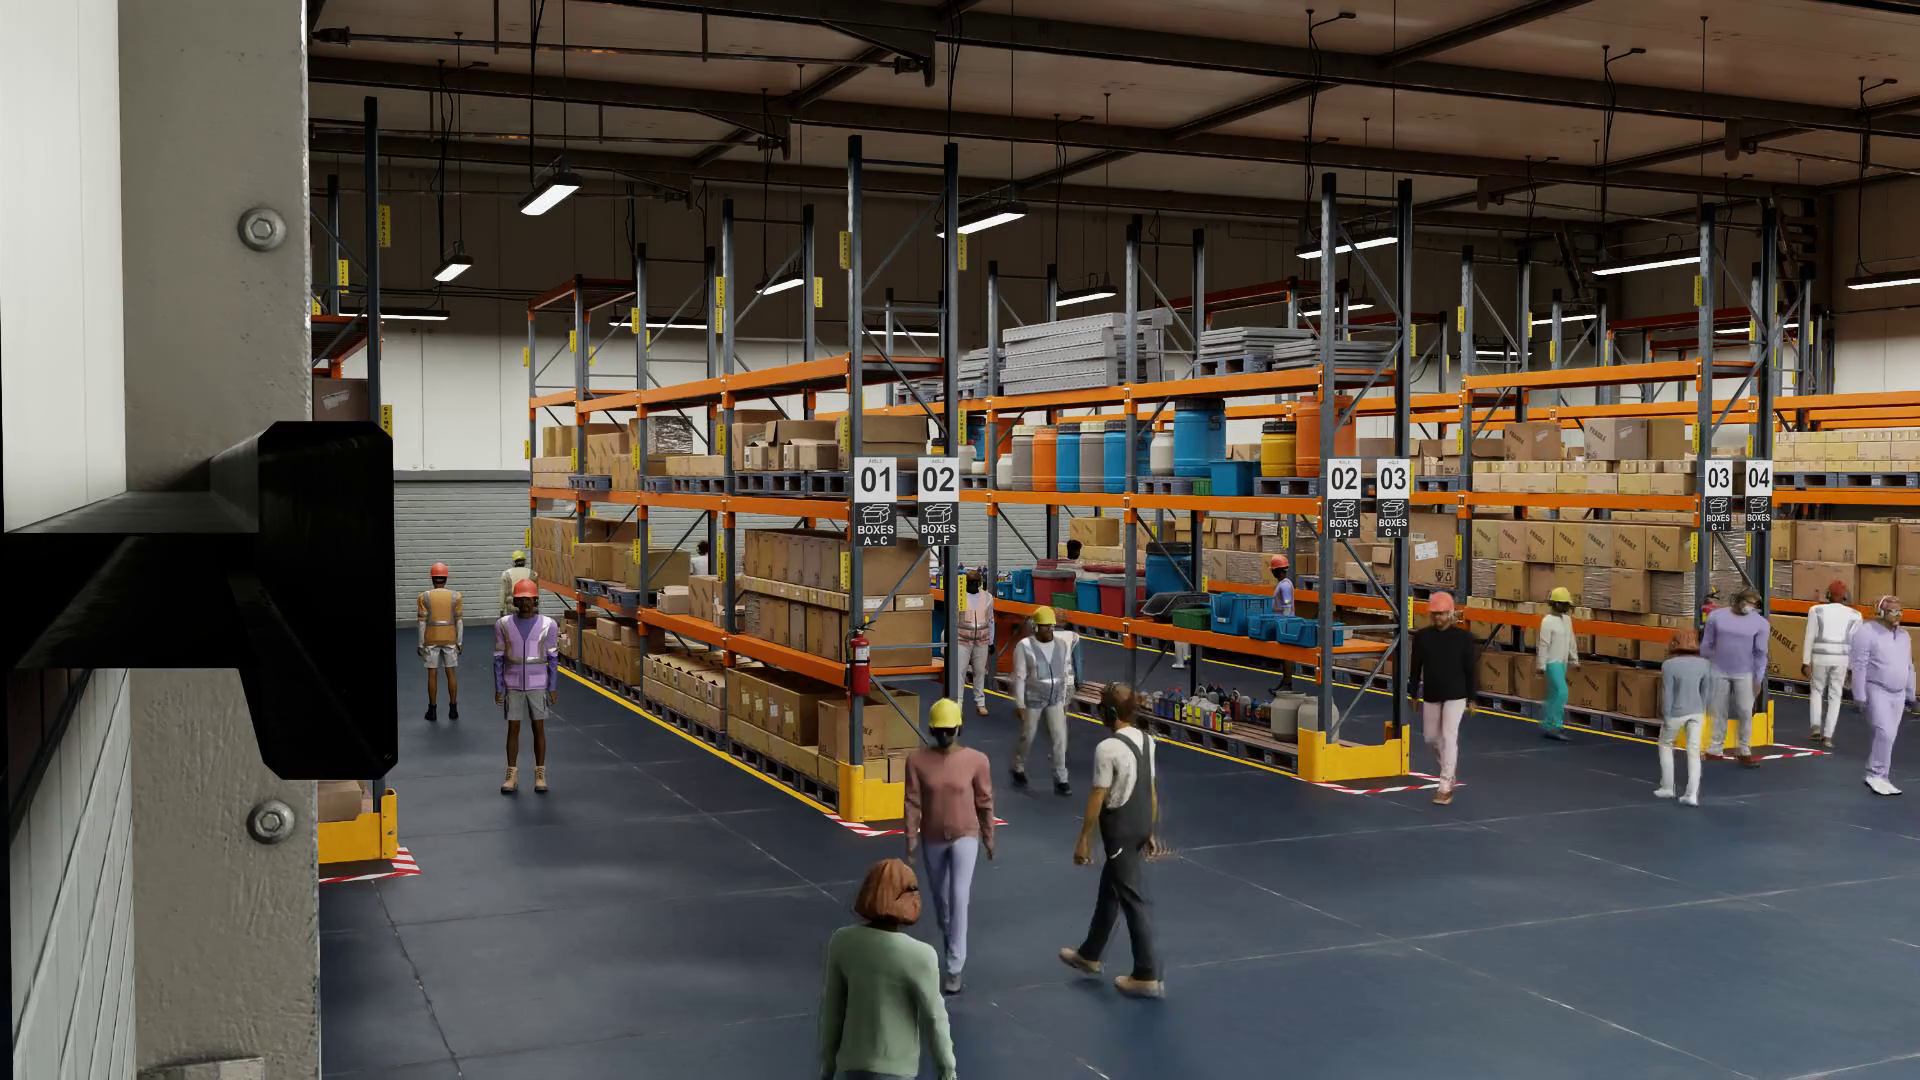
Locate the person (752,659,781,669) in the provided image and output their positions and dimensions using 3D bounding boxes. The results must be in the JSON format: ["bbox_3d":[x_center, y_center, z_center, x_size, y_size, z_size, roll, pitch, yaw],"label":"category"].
[{"bbox_3d":[-2.946,1.145,27.119,0.604,1.767,0.950,-2,3,-40],"label":"person"}]

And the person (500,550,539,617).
[{"bbox_3d":[-7.049,1.067,28.693,0.614,1.808,0.525,-1,2,-16],"label":"person"}]

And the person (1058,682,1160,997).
[{"bbox_3d":[0.854,1.754,10.664,0.865,1.812,0.533,2,3,37],"label":"person"}]

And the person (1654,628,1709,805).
[{"bbox_3d":[6.685,1.623,16.647,0.516,1.607,0.629,0,2,-9],"label":"person"}]

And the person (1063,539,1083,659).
[{"bbox_3d":[1.818,0.968,29.333,0.372,1.960,0.604,0,2,-1],"label":"person"}]

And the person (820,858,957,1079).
[{"bbox_3d":[-0.260,2.013,6.856,0.527,1.583,0.862,2,3,37],"label":"person"}]

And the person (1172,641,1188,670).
[{"bbox_3d":[3.379,1.048,27.830,0.613,1.908,0.472,-1,2,-21],"label":"person"}]

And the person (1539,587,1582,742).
[{"bbox_3d":[6.870,1.415,20.390,0.536,1.749,0.606,-2,3,-43],"label":"person"}]

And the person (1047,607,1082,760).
[{"bbox_3d":[1.005,1.526,19.139,0.537,1.621,0.527,-1,2,-24],"label":"person"}]

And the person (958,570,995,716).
[{"bbox_3d":[0.148,1.291,22.520,0.621,1.838,0.429,-1,2,-16],"label":"person"}]

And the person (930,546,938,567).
[{"bbox_3d":[-0.551,0.628,38.518,0.551,1.934,0.374,0,2,-13],"label":"person"}]

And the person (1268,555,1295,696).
[{"bbox_3d":[4.395,1.168,24.523,0.375,1.930,0.542,0,2,7],"label":"person"}]

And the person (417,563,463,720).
[{"bbox_3d":[-6.463,1.250,22.255,0.552,1.935,0.365,-1,2,-26],"label":"person"}]

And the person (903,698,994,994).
[{"bbox_3d":[-0.059,1.793,10.928,0.539,1.723,0.873,0,2,8],"label":"person"}]

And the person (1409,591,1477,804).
[{"bbox_3d":[4.566,1.447,16.848,0.631,1.970,0.818,1,3,32],"label":"person"}]

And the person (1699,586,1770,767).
[{"bbox_3d":[8.017,1.416,18.686,0.776,1.900,0.373,2,3,36],"label":"person"}]

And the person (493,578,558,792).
[{"bbox_3d":[-4.173,1.390,17.220,0.607,2.048,0.370,0,2,-8],"label":"person"}]

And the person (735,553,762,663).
[{"bbox_3d":[-3.064,1.109,25.757,0.608,1.966,0.956,-1,2,-24],"label":"person"}]

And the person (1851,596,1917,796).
[{"bbox_3d":[8.801,1.474,16.938,0.670,1.891,0.507,-1,2,-22],"label":"person"}]

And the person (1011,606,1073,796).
[{"bbox_3d":[0.763,1.517,17.277,0.610,1.794,0.922,-1,2,-24],"label":"person"}]

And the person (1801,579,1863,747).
[{"bbox_3d":[9.755,1.375,20.055,0.627,1.858,0.443,1,2,20],"label":"person"}]

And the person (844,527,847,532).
[{"bbox_3d":[-2.287,0.676,37.500,0.391,1.918,0.587,1,2,18],"label":"person"}]

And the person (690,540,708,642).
[{"bbox_3d":[-4.681,0.914,32.538,0.520,1.831,0.980,-1,2,-28],"label":"person"}]
